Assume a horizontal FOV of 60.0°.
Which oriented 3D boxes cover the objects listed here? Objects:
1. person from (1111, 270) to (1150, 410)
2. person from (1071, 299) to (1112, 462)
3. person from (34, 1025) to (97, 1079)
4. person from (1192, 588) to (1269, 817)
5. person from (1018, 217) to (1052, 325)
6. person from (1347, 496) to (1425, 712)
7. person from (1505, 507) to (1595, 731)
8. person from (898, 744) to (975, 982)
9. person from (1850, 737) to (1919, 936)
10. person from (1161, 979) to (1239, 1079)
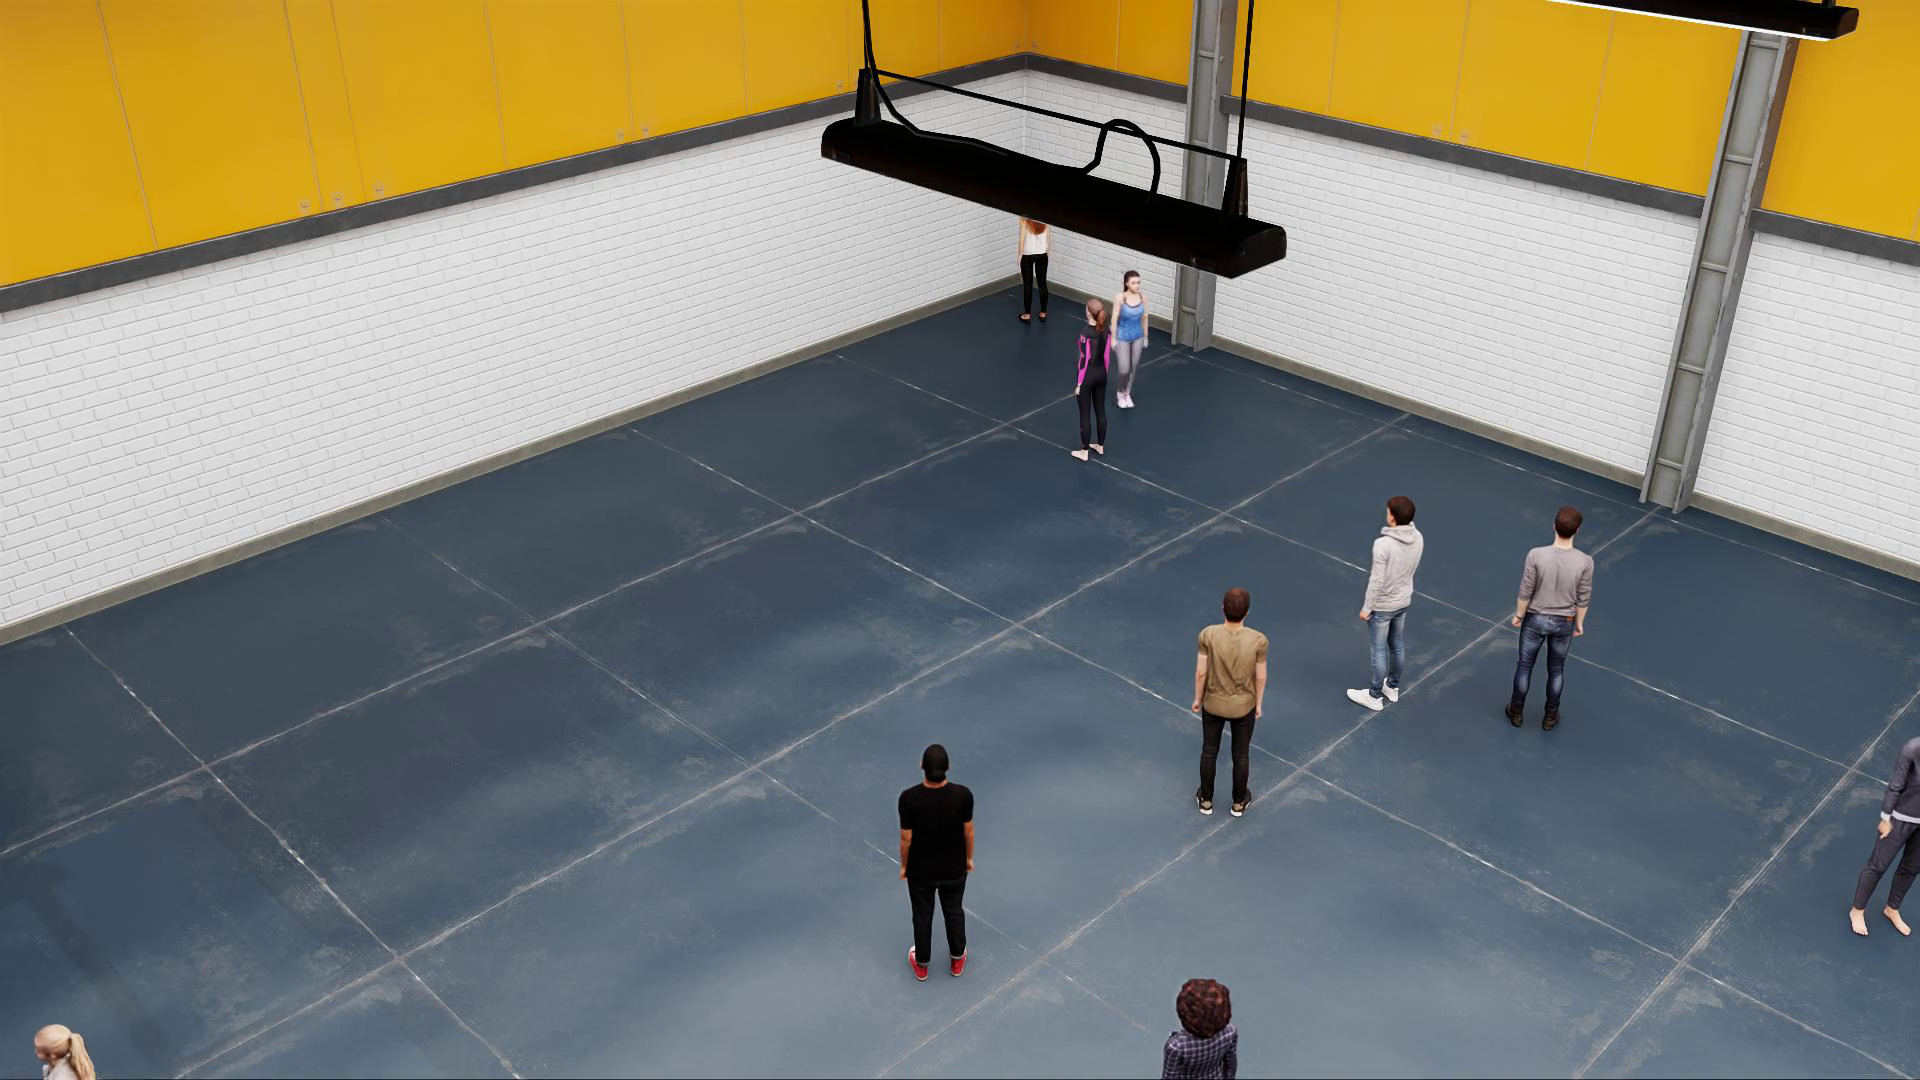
[{"bbox_3d":[1.847,-2.252,18.487,0.671,1.604,0.700,-10,30,-18],"label":"person"},{"bbox_3d":[1.373,-1.675,17.274,0.584,1.752,0.602,-20,34,-32],"label":"person"},{"bbox_3d":[-4.685,3.116,9.024,0.854,1.242,0.899,-7,29,-12],"label":"person"},{"bbox_3d":[1.930,1.168,11.959,0.699,1.851,0.813,7,29,12],"label":"person"},{"bbox_3d":[0.937,-3.543,20.730,0.648,1.722,0.650,-9,30,-15],"label":"person"},{"bbox_3d":[3.413,0.494,13.193,0.690,1.853,0.598,-21,35,-33],"label":"person"},{"bbox_3d":[4.575,0.621,12.907,0.714,1.904,0.833,7,29,13],"label":"person"},{"bbox_3d":[-0.148,2.028,10.480,0.725,1.758,0.757,-4,29,-7],"label":"person"},{"bbox_3d":[6.230,1.810,10.870,0.679,1.768,0.738,0,29,0],"label":"person"},{"bbox_3d":[1.242,2.978,8.799,0.690,1.701,0.681,-11,30,-19],"label":"person"}]
